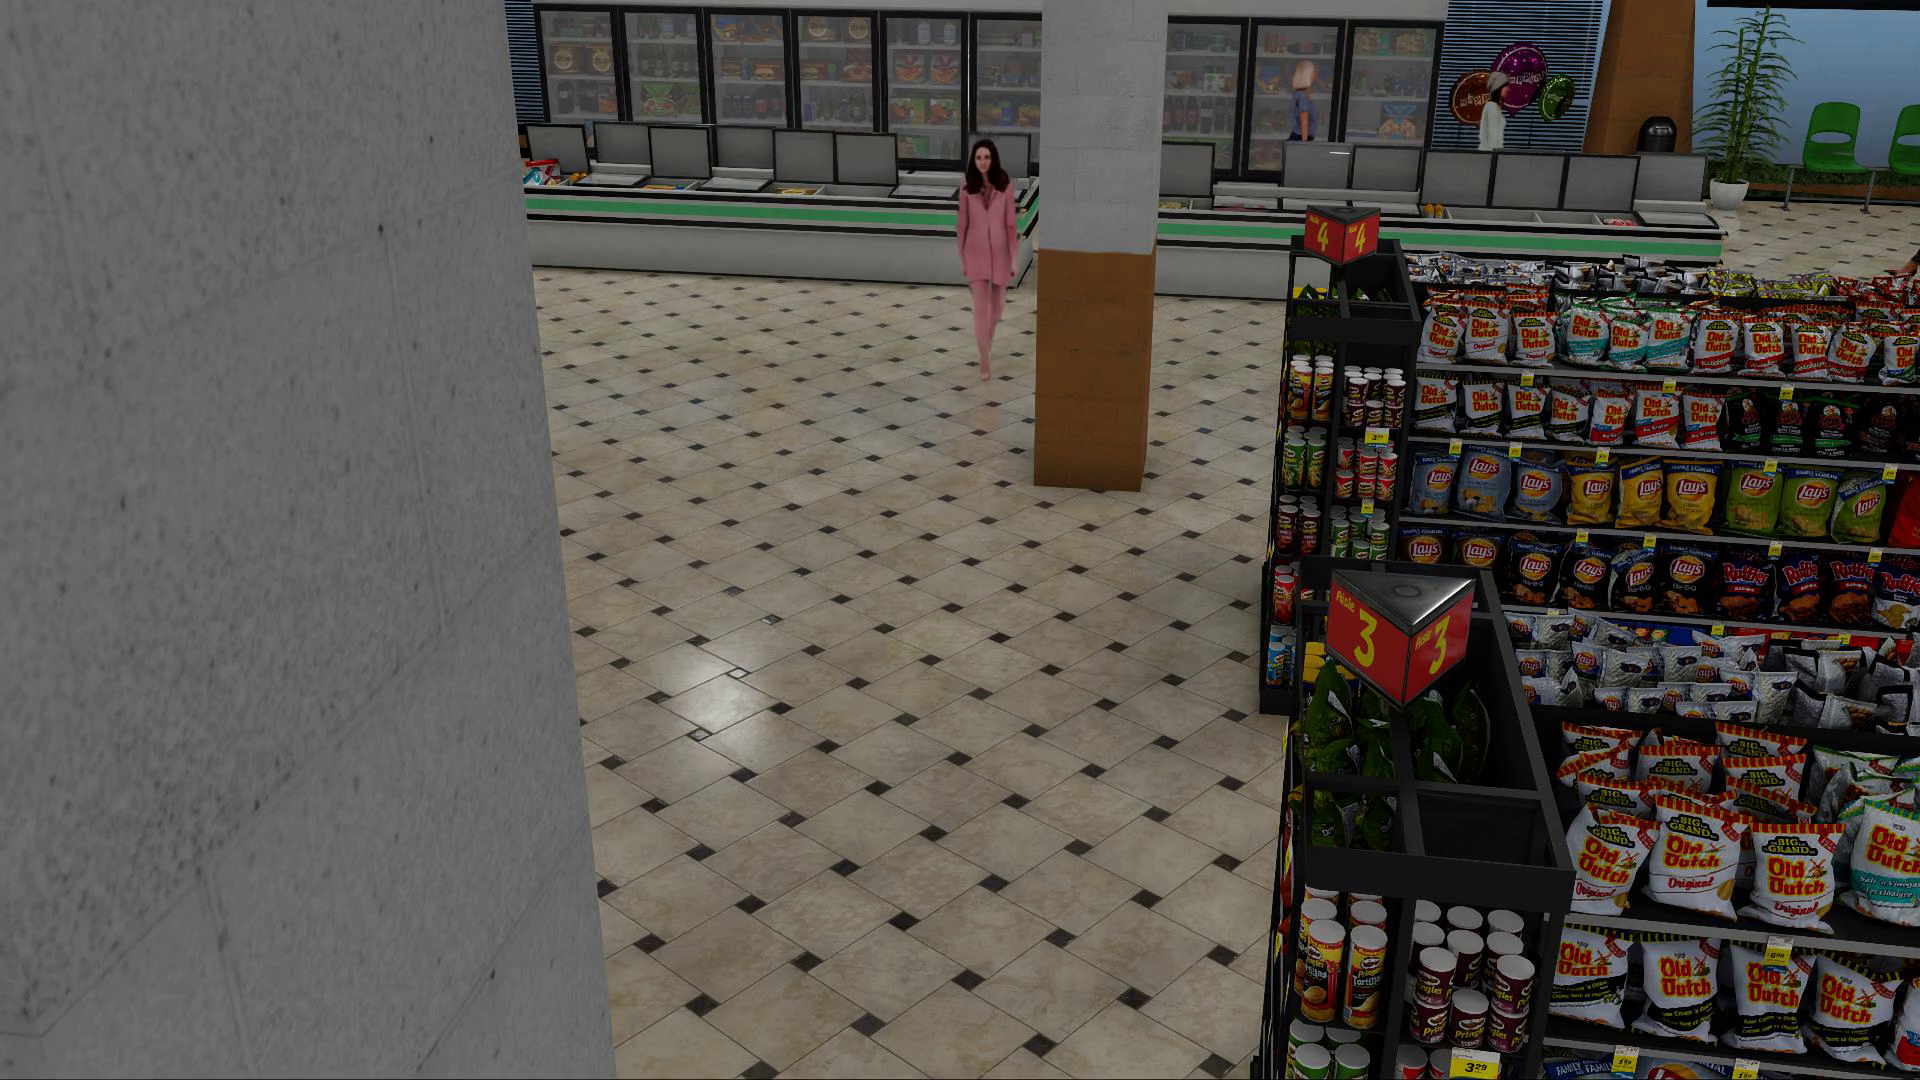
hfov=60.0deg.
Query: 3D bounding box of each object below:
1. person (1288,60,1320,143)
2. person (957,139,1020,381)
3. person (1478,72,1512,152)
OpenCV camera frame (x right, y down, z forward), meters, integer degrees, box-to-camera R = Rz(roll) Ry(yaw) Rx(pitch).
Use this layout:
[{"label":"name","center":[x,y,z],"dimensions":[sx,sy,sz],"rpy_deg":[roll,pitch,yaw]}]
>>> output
[{"label":"person","center":[3.475,-4.046,17.115],"dimensions":[0.542,1.720,0.608],"rpy_deg":[2,24,4]},{"label":"person","center":[0.231,-2.167,12.762],"dimensions":[1.085,1.767,0.822],"rpy_deg":[-1,24,-1]},{"label":"person","center":[5.369,-3.908,16.889],"dimensions":[0.510,1.648,0.576],"rpy_deg":[6,24,12]}]
